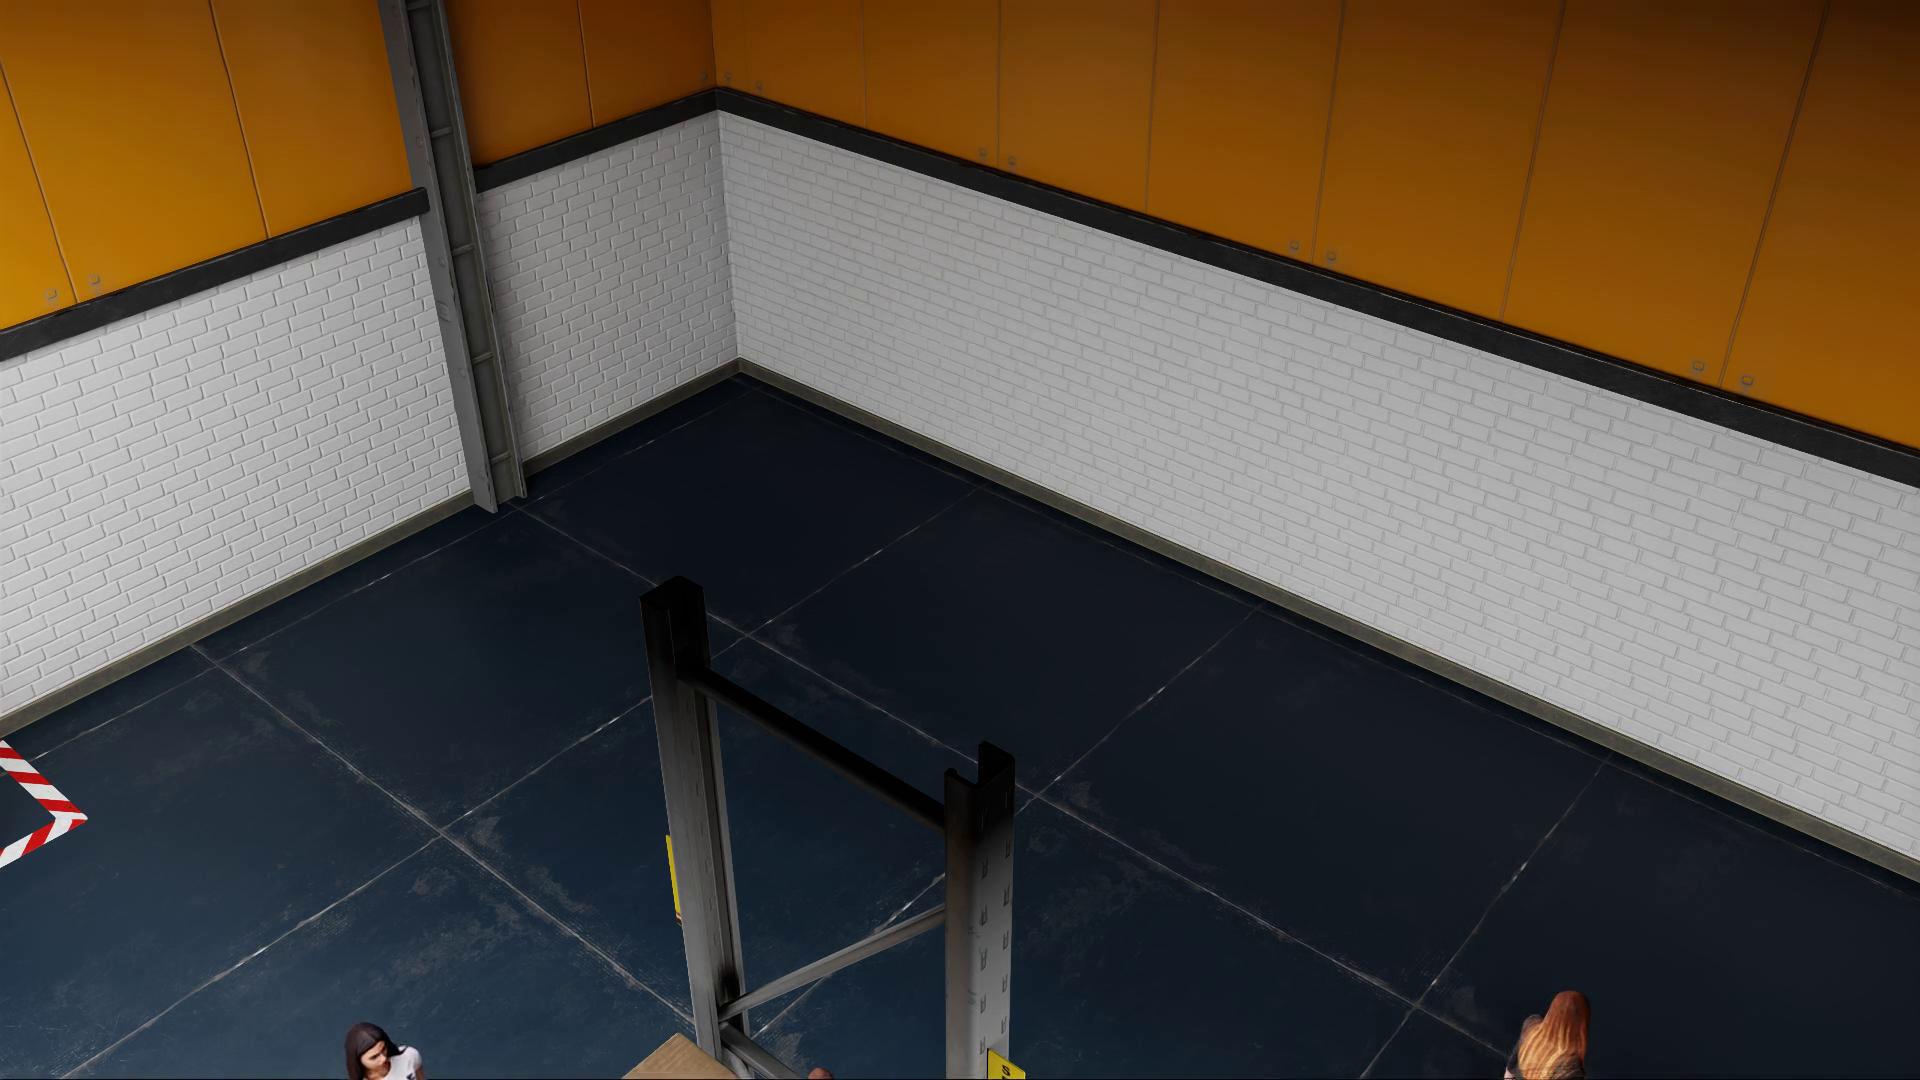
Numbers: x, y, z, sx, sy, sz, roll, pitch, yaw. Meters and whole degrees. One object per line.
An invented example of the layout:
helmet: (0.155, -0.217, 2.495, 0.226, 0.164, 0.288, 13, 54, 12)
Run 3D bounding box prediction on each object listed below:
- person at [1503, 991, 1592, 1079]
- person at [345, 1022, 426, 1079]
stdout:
person: (2.916, 3.035, 8.717, 1.140, 1.670, 1.018, -6, 34, -9)
person: (-2.934, 3.078, 8.575, 0.777, 1.756, 1.033, 19, 38, 26)
